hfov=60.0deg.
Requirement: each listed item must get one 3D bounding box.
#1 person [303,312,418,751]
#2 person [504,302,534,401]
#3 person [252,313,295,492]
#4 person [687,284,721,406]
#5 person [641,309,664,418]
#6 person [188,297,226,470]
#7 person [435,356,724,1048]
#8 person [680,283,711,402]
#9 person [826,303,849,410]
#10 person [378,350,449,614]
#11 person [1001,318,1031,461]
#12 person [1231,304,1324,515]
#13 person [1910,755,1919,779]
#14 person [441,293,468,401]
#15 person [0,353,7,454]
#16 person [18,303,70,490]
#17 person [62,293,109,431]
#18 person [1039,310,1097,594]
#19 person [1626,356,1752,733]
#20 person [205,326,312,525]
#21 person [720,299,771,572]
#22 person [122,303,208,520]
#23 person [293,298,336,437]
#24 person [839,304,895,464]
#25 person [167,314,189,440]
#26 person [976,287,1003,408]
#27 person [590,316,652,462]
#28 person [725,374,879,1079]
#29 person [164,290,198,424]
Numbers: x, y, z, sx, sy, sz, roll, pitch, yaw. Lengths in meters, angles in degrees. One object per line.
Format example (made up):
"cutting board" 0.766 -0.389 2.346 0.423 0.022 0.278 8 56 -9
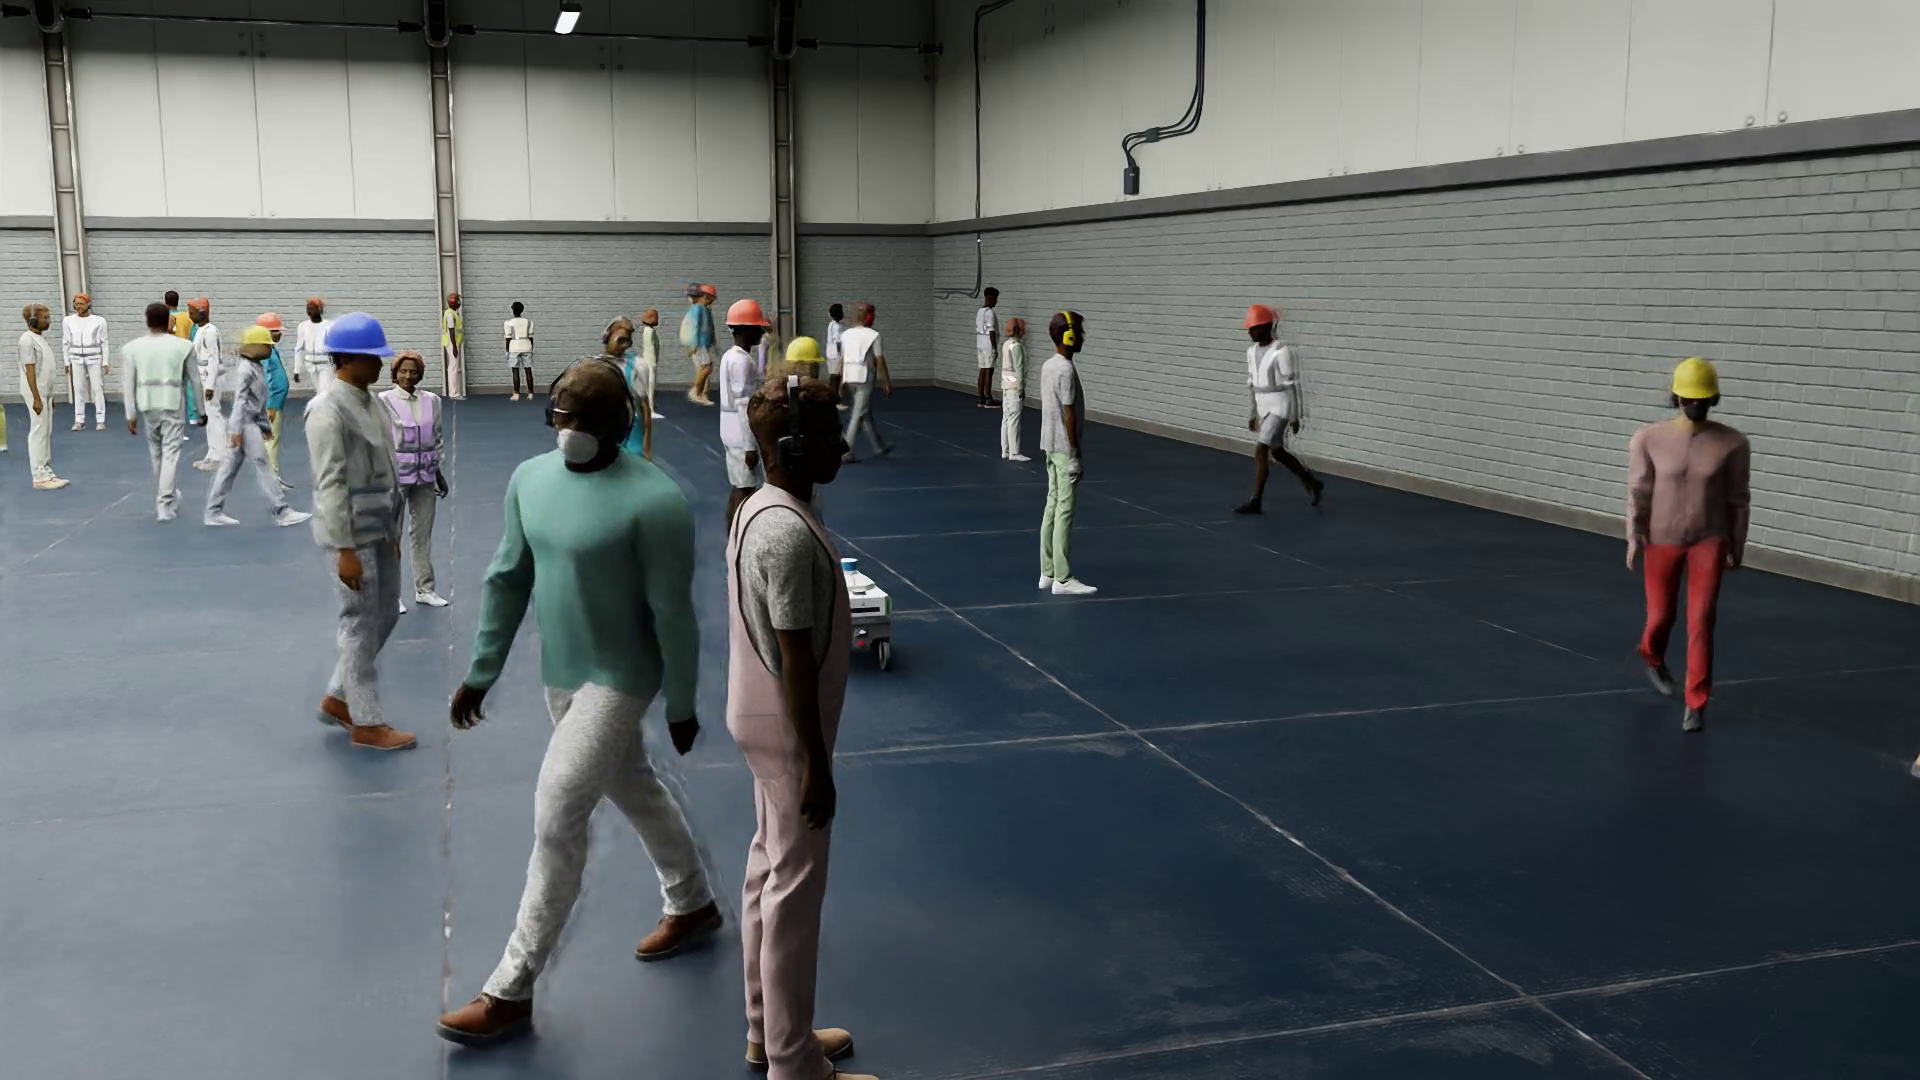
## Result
"person" -2.665 -0.035 7.370 0.454 1.947 0.619 1 9 4
"person" -7.545 -3.231 28.507 0.530 1.697 0.321 -6 11 -35
"person" -6.724 -1.342 16.282 0.326 1.752 0.559 -3 9 -16
"person" -4.180 -3.196 27.346 0.474 1.999 0.660 1 9 4
"person" -4.615 -2.640 24.938 0.286 1.635 0.497 -3 9 -16
"person" -8.227 -1.705 18.174 0.356 1.887 0.572 -6 10 -32
"person" -1.029 0.411 4.737 0.646 1.873 1.064 8 12 40
"person" -4.487 -3.364 28.267 0.535 2.000 0.674 -2 9 -11
"person" -1.966 -2.919 26.525 0.319 1.696 0.532 -3 9 -16
"person" -3.454 -0.368 10.439 0.314 1.636 0.514 7 11 39
"person" 0.624 -1.725 19.081 0.308 1.642 0.510 -3 9 -16
"person" 2.867 -1.160 14.796 0.941 1.879 0.558 -4 10 -22
"person" 4.100 0.088 6.438 0.651 2.020 0.723 -4 10 -24
"person" -8.710 -3.319 28.591 0.390 1.848 0.565 -3 9 -16
"person" -11.607 -1.971 19.771 0.377 1.918 0.585 -2 9 -11
"person" -9.098 -1.419 16.480 0.346 1.847 0.506 -3 9 -16
"person" -12.034 -2.445 22.907 0.573 1.883 0.354 -2 9 -14
"person" 0.704 -0.576 11.019 0.329 1.874 0.507 -3 9 -16
"person" 3.394 -0.004 7.791 0.540 1.732 0.642 3 10 21
"person" -5.974 -0.955 14.011 0.882 1.679 0.495 -2 9 -15
"person" -1.482 -0.701 11.625 0.375 1.935 0.548 -3 9 -16
"person" -6.972 -1.139 14.621 0.600 1.864 0.990 -1 9 -8
"person" -8.363 -2.218 21.639 0.606 1.828 0.991 2 9 11
"person" -1.034 -1.778 18.922 0.592 1.790 0.968 8 12 42
"person" -10.223 -2.100 21.499 0.283 1.633 0.498 -7 11 -36
"person" 0.467 -3.125 27.005 0.379 1.959 0.604 -3 10 -21
"person" -2.479 -0.676 11.814 0.642 1.822 0.402 1 9 9
"person" -0.408 0.508 4.190 0.346 1.846 0.506 -3 9 -16
"person" -11.190 -2.594 23.745 0.590 1.918 0.389 -6 11 -33
